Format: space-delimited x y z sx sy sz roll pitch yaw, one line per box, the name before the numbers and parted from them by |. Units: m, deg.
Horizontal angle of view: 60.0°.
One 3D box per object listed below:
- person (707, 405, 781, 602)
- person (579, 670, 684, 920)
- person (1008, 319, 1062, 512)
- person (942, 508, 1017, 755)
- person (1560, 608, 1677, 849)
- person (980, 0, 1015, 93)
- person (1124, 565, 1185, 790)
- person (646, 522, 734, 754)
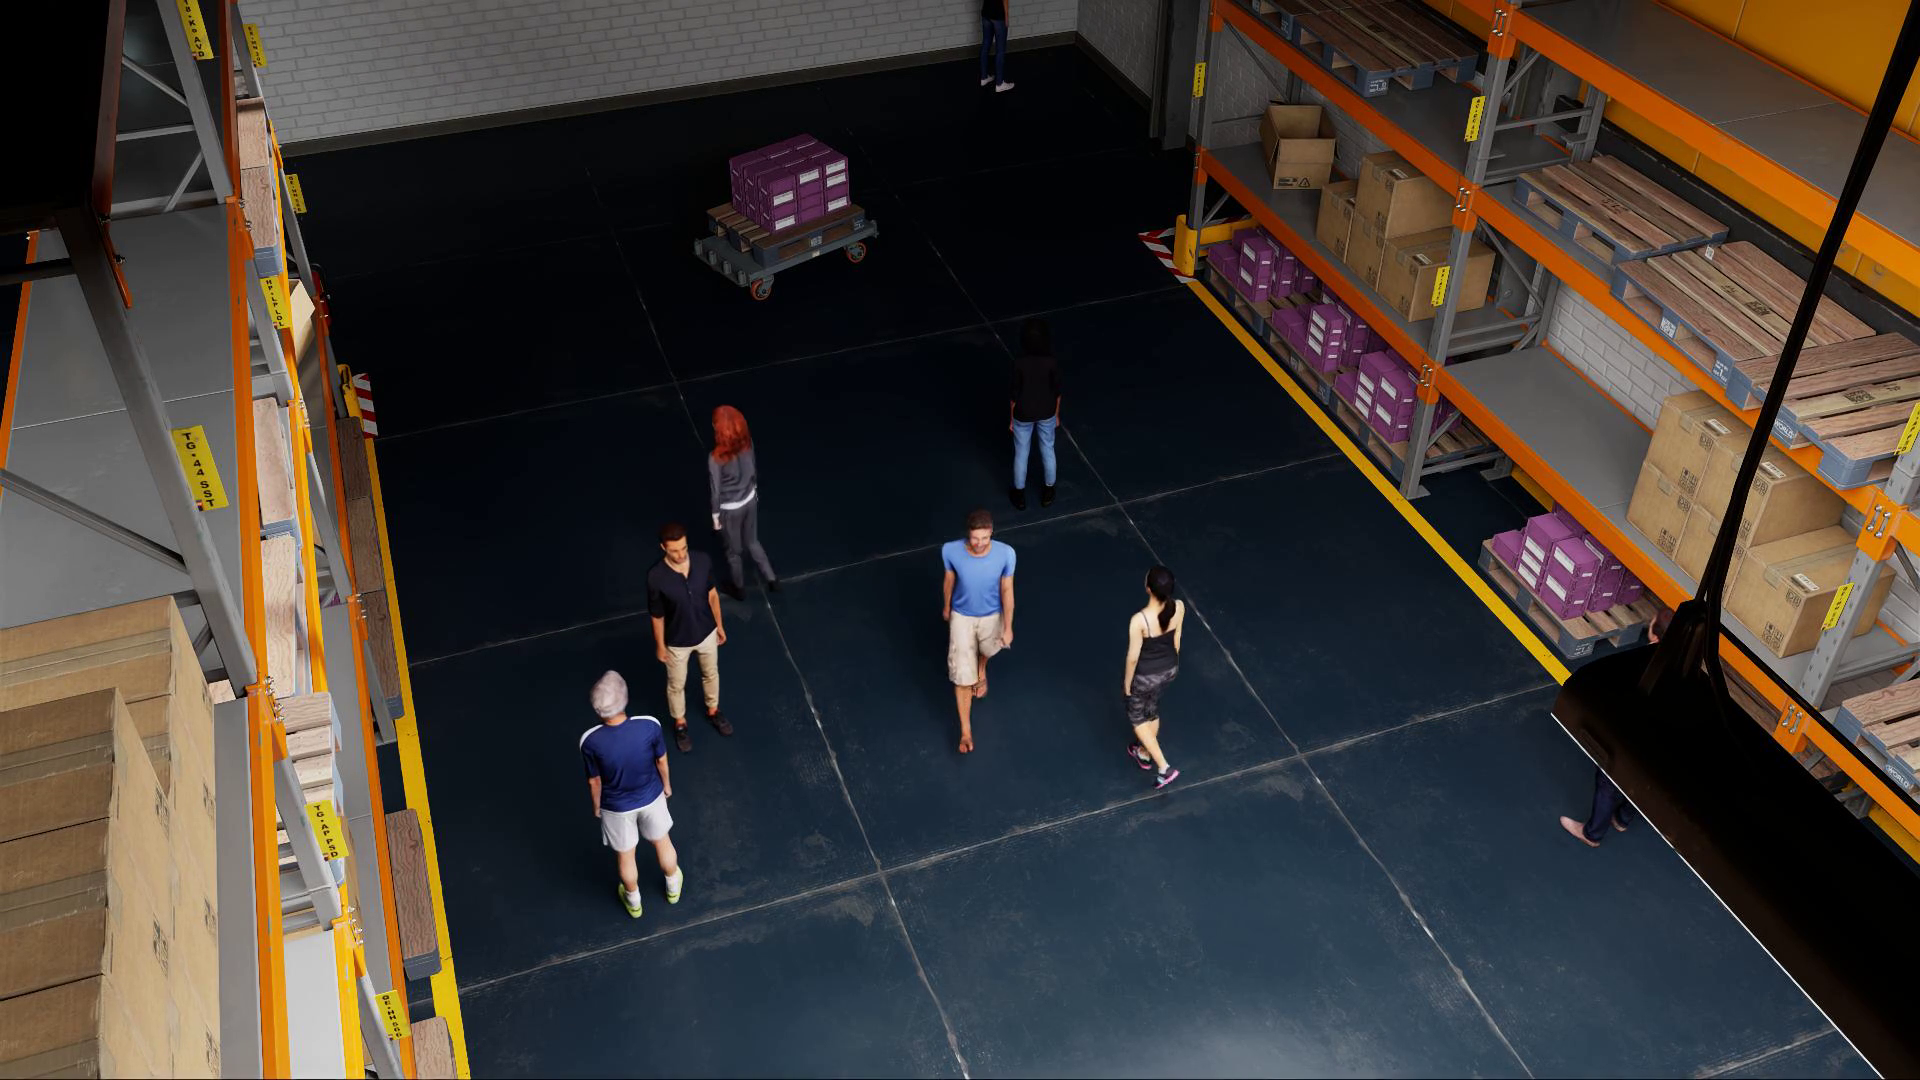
person | -1.560 -0.210 12.005 0.914 1.771 0.806 28 46 31
person | -1.939 1.508 9.802 0.638 1.834 0.536 -15 41 -18
person | 0.583 -0.972 13.012 0.622 1.703 0.611 -4 39 -5
person | 0.113 0.436 11.164 0.908 1.811 1.295 0 39 0
person | 4.146 1.158 10.225 0.708 1.853 0.626 -19 42 -22
person | 0.407 -6.140 19.469 0.716 1.721 0.566 -29 47 -31
person | 1.279 0.916 10.641 0.622 1.712 0.856 -17 42 -20
person | -1.785 0.604 10.919 0.670 1.852 0.606 -23 44 -26
